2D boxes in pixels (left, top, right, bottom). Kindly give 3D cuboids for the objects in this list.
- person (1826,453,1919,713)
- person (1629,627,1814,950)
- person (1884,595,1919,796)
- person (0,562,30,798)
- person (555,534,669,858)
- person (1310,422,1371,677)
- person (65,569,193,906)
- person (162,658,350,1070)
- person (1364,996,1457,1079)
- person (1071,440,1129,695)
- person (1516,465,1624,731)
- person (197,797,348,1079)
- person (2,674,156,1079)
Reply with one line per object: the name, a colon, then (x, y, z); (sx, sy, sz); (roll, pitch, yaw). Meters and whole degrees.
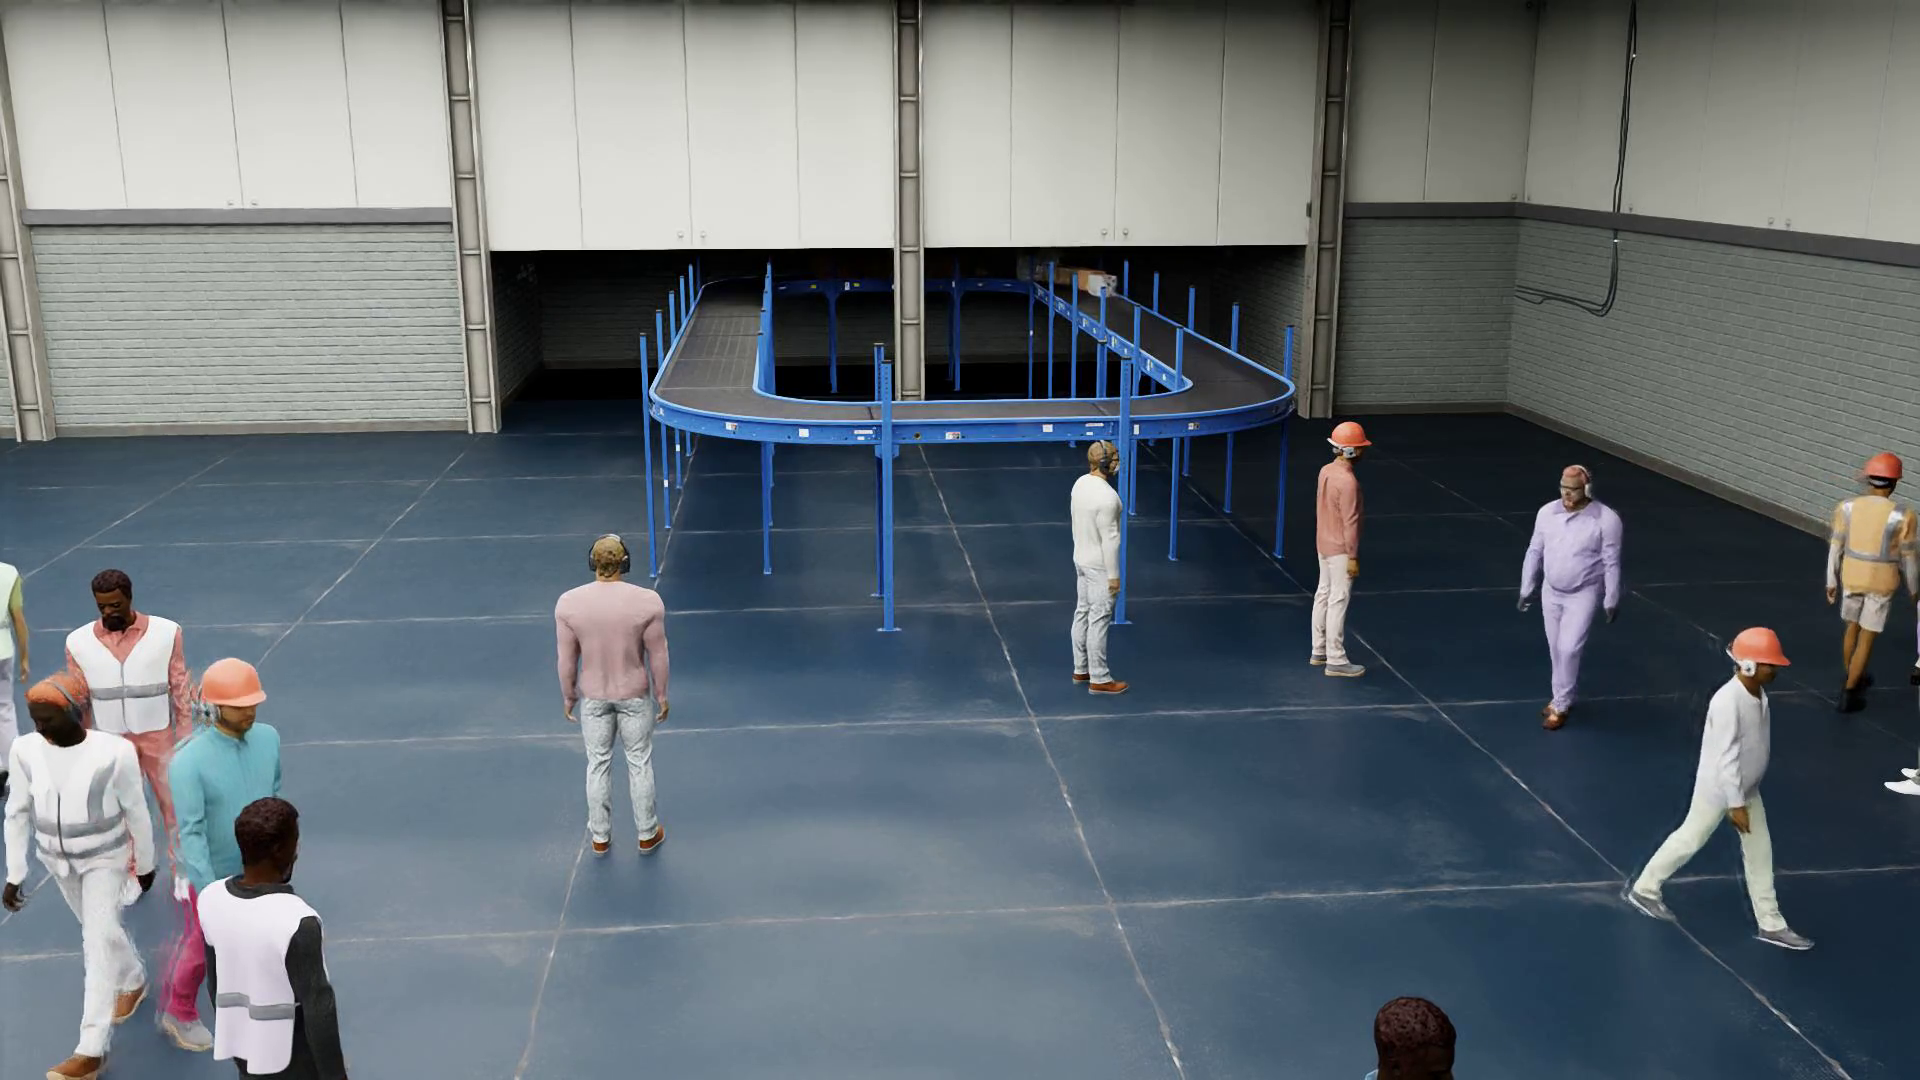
person: (6.744, 0.300, 12.220); (0.768, 1.905, 0.566); (-10, 17, -34)
person: (4.037, 1.272, 8.744); (0.555, 1.714, 0.906); (-13, 19, -41)
person: (6.238, 0.701, 10.600); (0.584, 1.918, 0.376); (-12, 19, -41)
person: (-6.156, 0.782, 10.469); (0.599, 1.822, 0.560); (-14, 19, -43)
person: (-2.010, 0.911, 9.716); (0.637, 1.938, 0.355); (-1, 14, -4)
person: (2.974, 0.063, 12.993); (0.378, 1.996, 0.610); (-2, 14, -9)
person: (-4.539, 1.070, 9.153); (0.597, 1.908, 0.407); (-4, 15, -17)
person: (-3.299, 1.461, 7.525); (1.037, 1.952, 0.627); (8, 16, 28)
person: (1.183, 2.166, 4.760); (0.398, 1.911, 0.587); (13, 19, 42)
person: (1.046, 0.200, 12.564); (0.373, 1.940, 0.628); (-5, 15, -20)
person: (4.275, 0.405, 11.844); (0.717, 1.886, 0.669); (-11, 18, -36)
person: (-2.457, 1.850, 6.011); (0.587, 1.915, 0.391); (8, 16, 28)
person: (-4.034, 1.496, 7.615); (0.559, 1.826, 0.986); (1, 14, 5)
